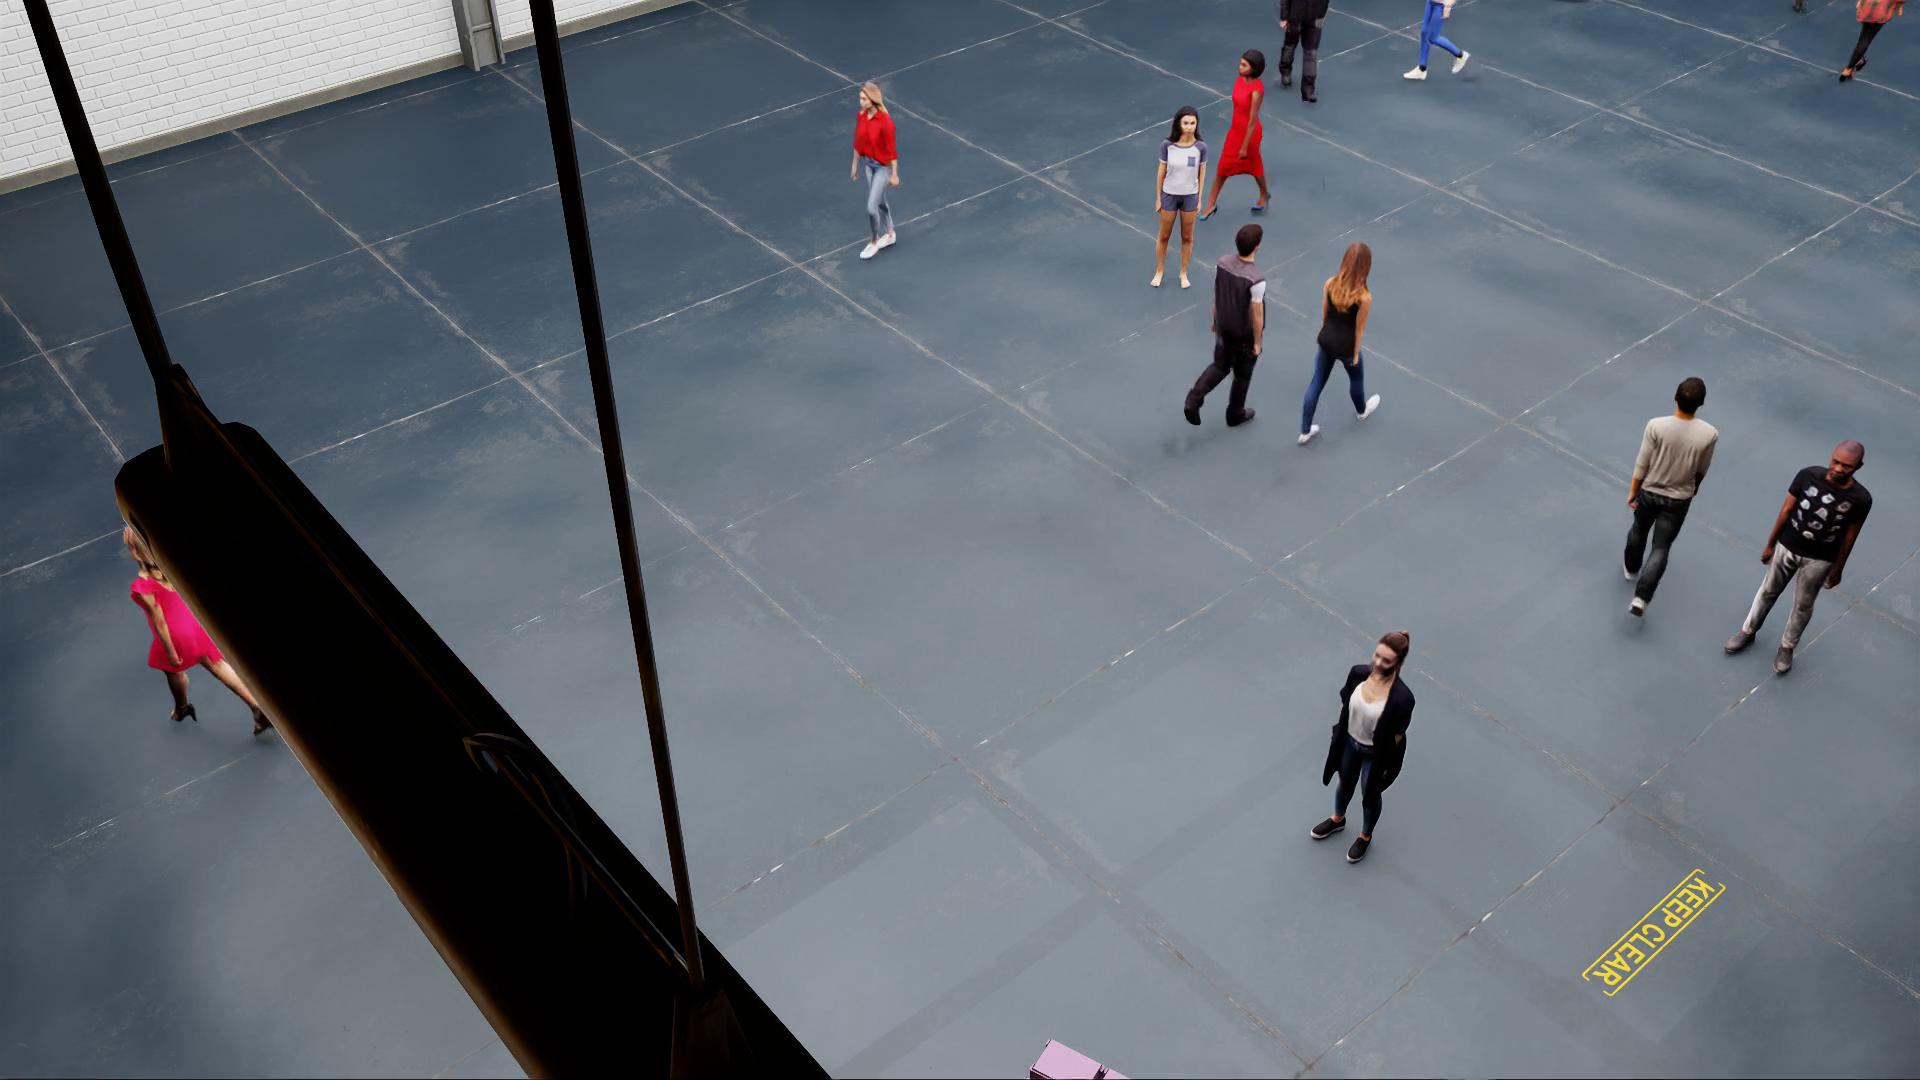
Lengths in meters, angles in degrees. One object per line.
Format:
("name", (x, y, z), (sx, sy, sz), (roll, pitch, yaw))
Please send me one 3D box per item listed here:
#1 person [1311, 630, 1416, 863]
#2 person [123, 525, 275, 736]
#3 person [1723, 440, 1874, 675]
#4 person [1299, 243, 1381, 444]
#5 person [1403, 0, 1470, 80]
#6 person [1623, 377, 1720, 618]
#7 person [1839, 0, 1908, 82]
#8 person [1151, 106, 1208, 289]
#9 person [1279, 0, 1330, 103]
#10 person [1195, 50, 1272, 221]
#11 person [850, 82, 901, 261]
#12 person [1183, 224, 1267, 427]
("person", (2.397, 1.197, 9.753), (0.550, 1.680, 0.625), (-29, 47, -32))
("person", (-4.824, 0.601, 10.493), (0.986, 1.686, 1.063), (12, 40, 14))
("person", (5.633, 0.078, 11.053), (0.689, 1.805, 0.645), (29, 47, 32))
("person", (2.937, -1.489, 13.117), (0.668, 1.677, 1.050), (32, 48, 33))
("person", (5.482, -6.028, 18.740), (1.057, 1.752, 0.954), (-2, 39, -2))
("person", (4.883, -0.271, 11.501), (0.927, 1.790, 1.166), (16, 41, 19))
("person", (10.290, -5.976, 18.736), (0.847, 1.677, 0.637), (-25, 45, -28))
("person", (1.996, -3.117, 15.112), (0.653, 1.732, 0.710), (4, 39, 5))
("person", (3.794, -5.836, 18.470), (1.230, 1.790, 1.208), (-3, 39, -4))
("person", (2.834, -3.889, 16.108), (1.135, 1.696, 0.770), (-17, 42, -20))
("person", (-0.713, -3.509, 15.640), (0.680, 1.685, 0.787), (31, 48, 33))
("person", (2.133, -1.626, 13.164), (0.928, 1.833, 0.654), (-26, 45, -29))
